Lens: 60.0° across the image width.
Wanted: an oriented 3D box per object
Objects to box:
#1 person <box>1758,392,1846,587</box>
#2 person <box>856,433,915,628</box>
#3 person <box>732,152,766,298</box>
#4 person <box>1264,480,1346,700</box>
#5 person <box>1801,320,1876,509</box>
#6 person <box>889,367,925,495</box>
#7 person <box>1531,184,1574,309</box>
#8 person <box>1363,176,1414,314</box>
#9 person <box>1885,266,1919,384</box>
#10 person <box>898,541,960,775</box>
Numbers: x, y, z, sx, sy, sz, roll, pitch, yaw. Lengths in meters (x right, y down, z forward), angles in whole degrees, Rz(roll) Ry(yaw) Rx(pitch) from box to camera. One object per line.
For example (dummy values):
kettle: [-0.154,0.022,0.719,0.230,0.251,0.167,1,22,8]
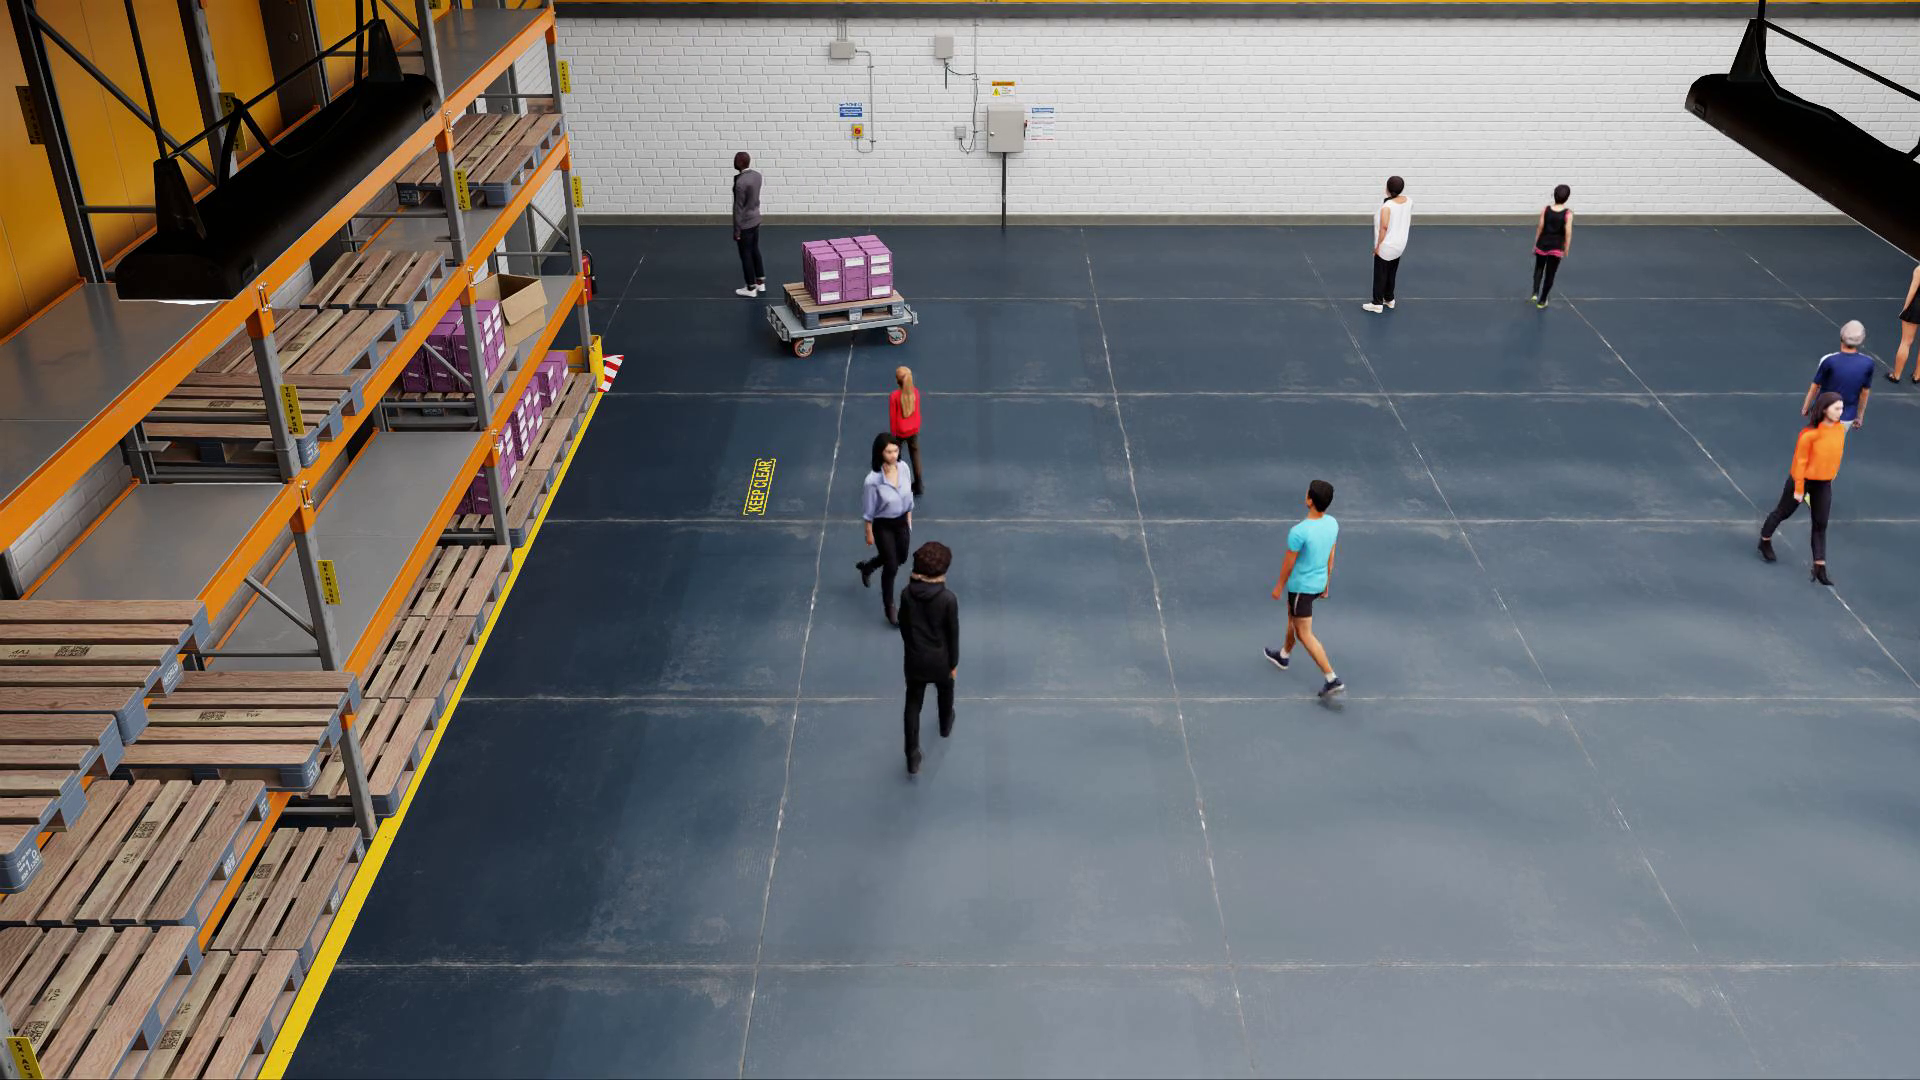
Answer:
person: [7.368,-0.505,14.589,0.847,1.700,1.157,-8,30,-15]
person: [-0.640,-0.124,13.863,0.970,1.726,1.047,-19,34,-31]
person: [-2.641,-3.947,20.778,0.835,1.815,0.658,10,30,18]
person: [2.746,0.409,12.866,1.068,1.744,1.205,-21,35,-33]
person: [8.240,-1.145,15.632,0.712,1.824,0.770,4,29,7]
person: [-0.494,-1.032,16.022,0.791,1.253,0.956,-16,33,-27]
person: [7.219,-3.585,20.402,0.676,1.540,0.719,19,34,31]
person: [5.236,-3.634,20.339,0.756,1.686,0.798,-21,35,-33]
person: [10.613,-2.530,18.330,0.606,1.672,0.600,4,29,8]
person: [-0.252,0.878,12.015,0.805,1.736,1.135,6,29,11]
